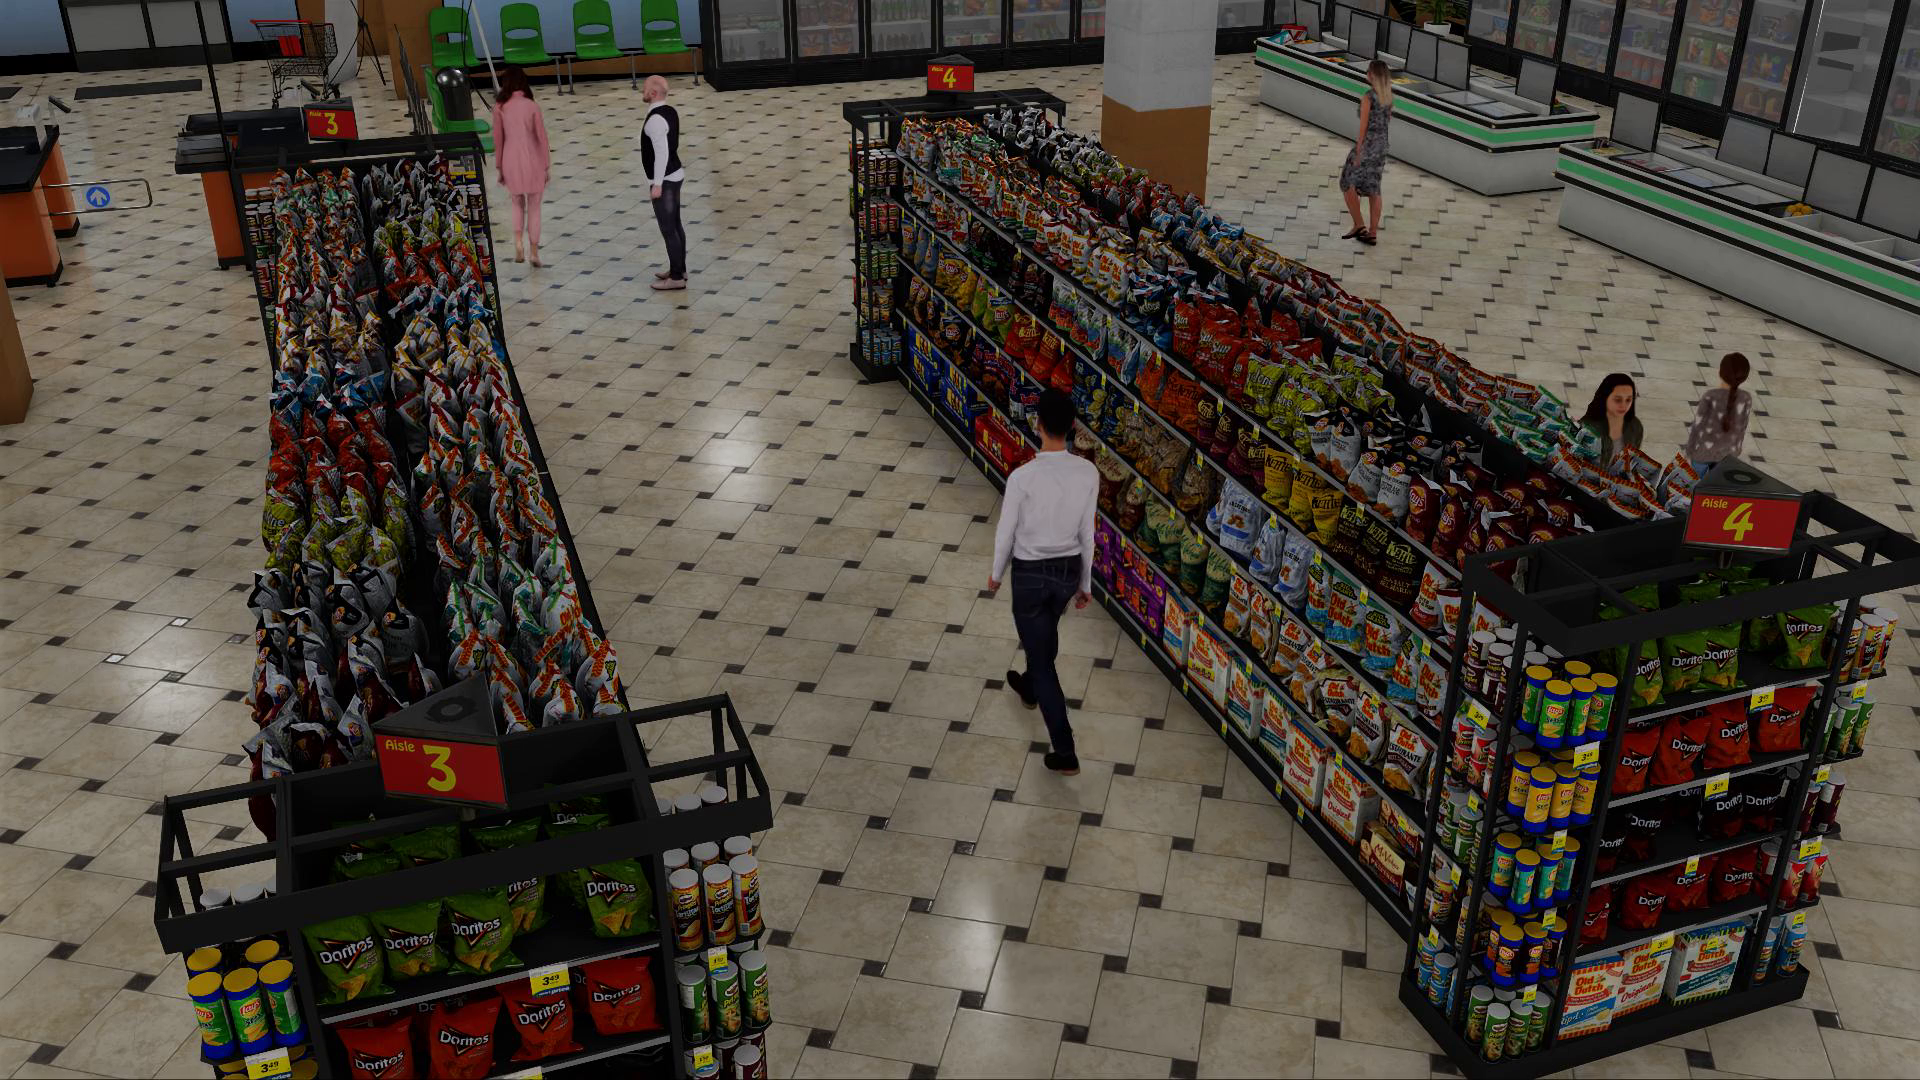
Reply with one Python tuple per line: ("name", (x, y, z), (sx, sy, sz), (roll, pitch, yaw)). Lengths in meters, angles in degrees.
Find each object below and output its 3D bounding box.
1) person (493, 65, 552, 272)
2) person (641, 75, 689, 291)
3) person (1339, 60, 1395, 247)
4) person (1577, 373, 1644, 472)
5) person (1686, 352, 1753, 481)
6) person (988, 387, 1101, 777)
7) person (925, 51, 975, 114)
("person", (-3.859, -3.231, 14.650), (0.706, 1.786, 0.738), (0, 27, -1))
("person", (-2.538, -3.070, 14.291), (0.830, 1.823, 0.678), (1, 27, 2))
("person", (3.862, -3.540, 15.370), (0.651, 1.686, 0.687), (-17, 31, -29))
("person", (3.453, -0.238, 9.131), (0.778, 1.440, 1.029), (-2, 27, -5))
("person", (4.550, -0.536, 9.995), (0.593, 1.190, 0.654), (5, 27, 10))
("person", (0.426, 0.229, 7.770), (0.669, 1.837, 1.232), (-11, 29, -20))
("person", (-0.078, -3.386, 14.833), (0.754, 1.897, 0.806), (11, 29, 21))
